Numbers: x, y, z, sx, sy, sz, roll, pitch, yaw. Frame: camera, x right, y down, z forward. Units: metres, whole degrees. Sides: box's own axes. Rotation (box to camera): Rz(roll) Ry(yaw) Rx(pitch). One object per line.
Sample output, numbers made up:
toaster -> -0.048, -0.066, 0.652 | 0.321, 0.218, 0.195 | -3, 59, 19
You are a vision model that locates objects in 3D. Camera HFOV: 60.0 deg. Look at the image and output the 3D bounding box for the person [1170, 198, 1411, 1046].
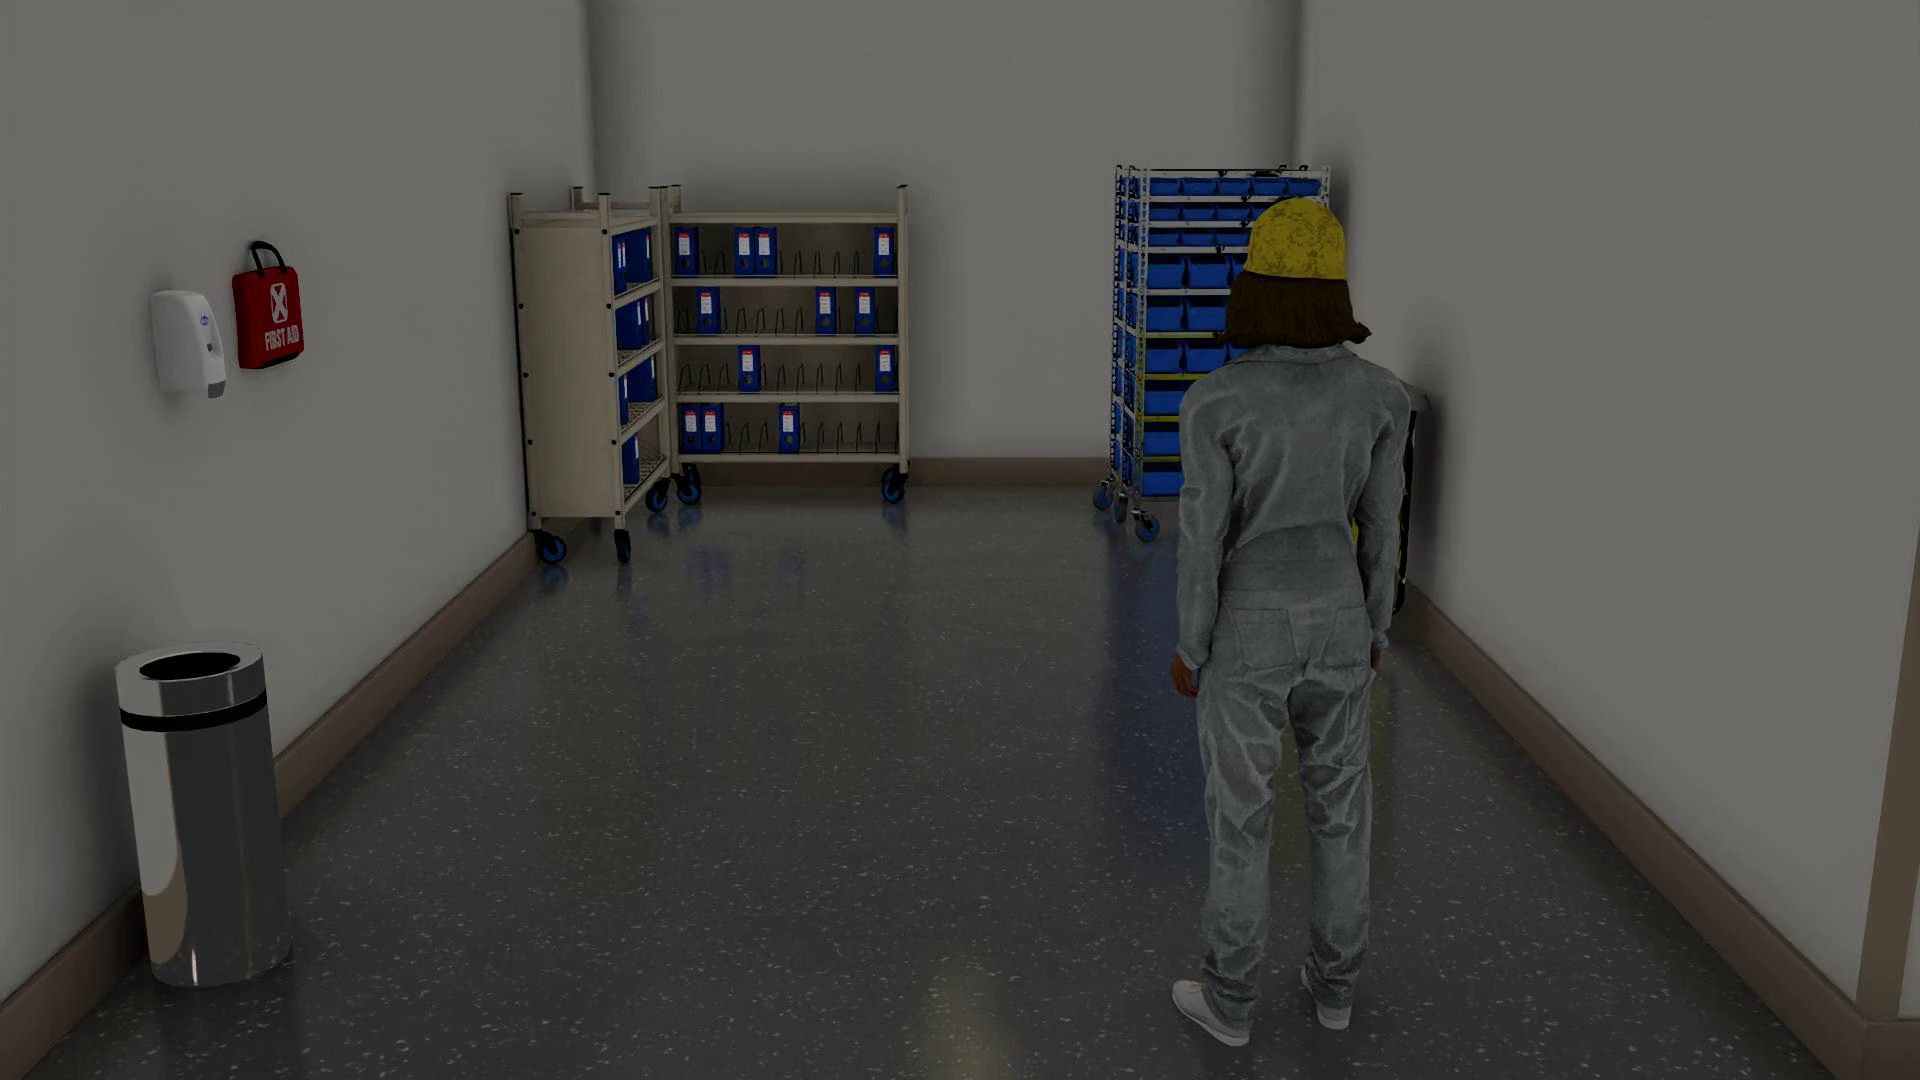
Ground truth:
person -> 0.657, 0.188, 3.415 | 0.486, 1.744, 0.294 | -3, 14, -13
